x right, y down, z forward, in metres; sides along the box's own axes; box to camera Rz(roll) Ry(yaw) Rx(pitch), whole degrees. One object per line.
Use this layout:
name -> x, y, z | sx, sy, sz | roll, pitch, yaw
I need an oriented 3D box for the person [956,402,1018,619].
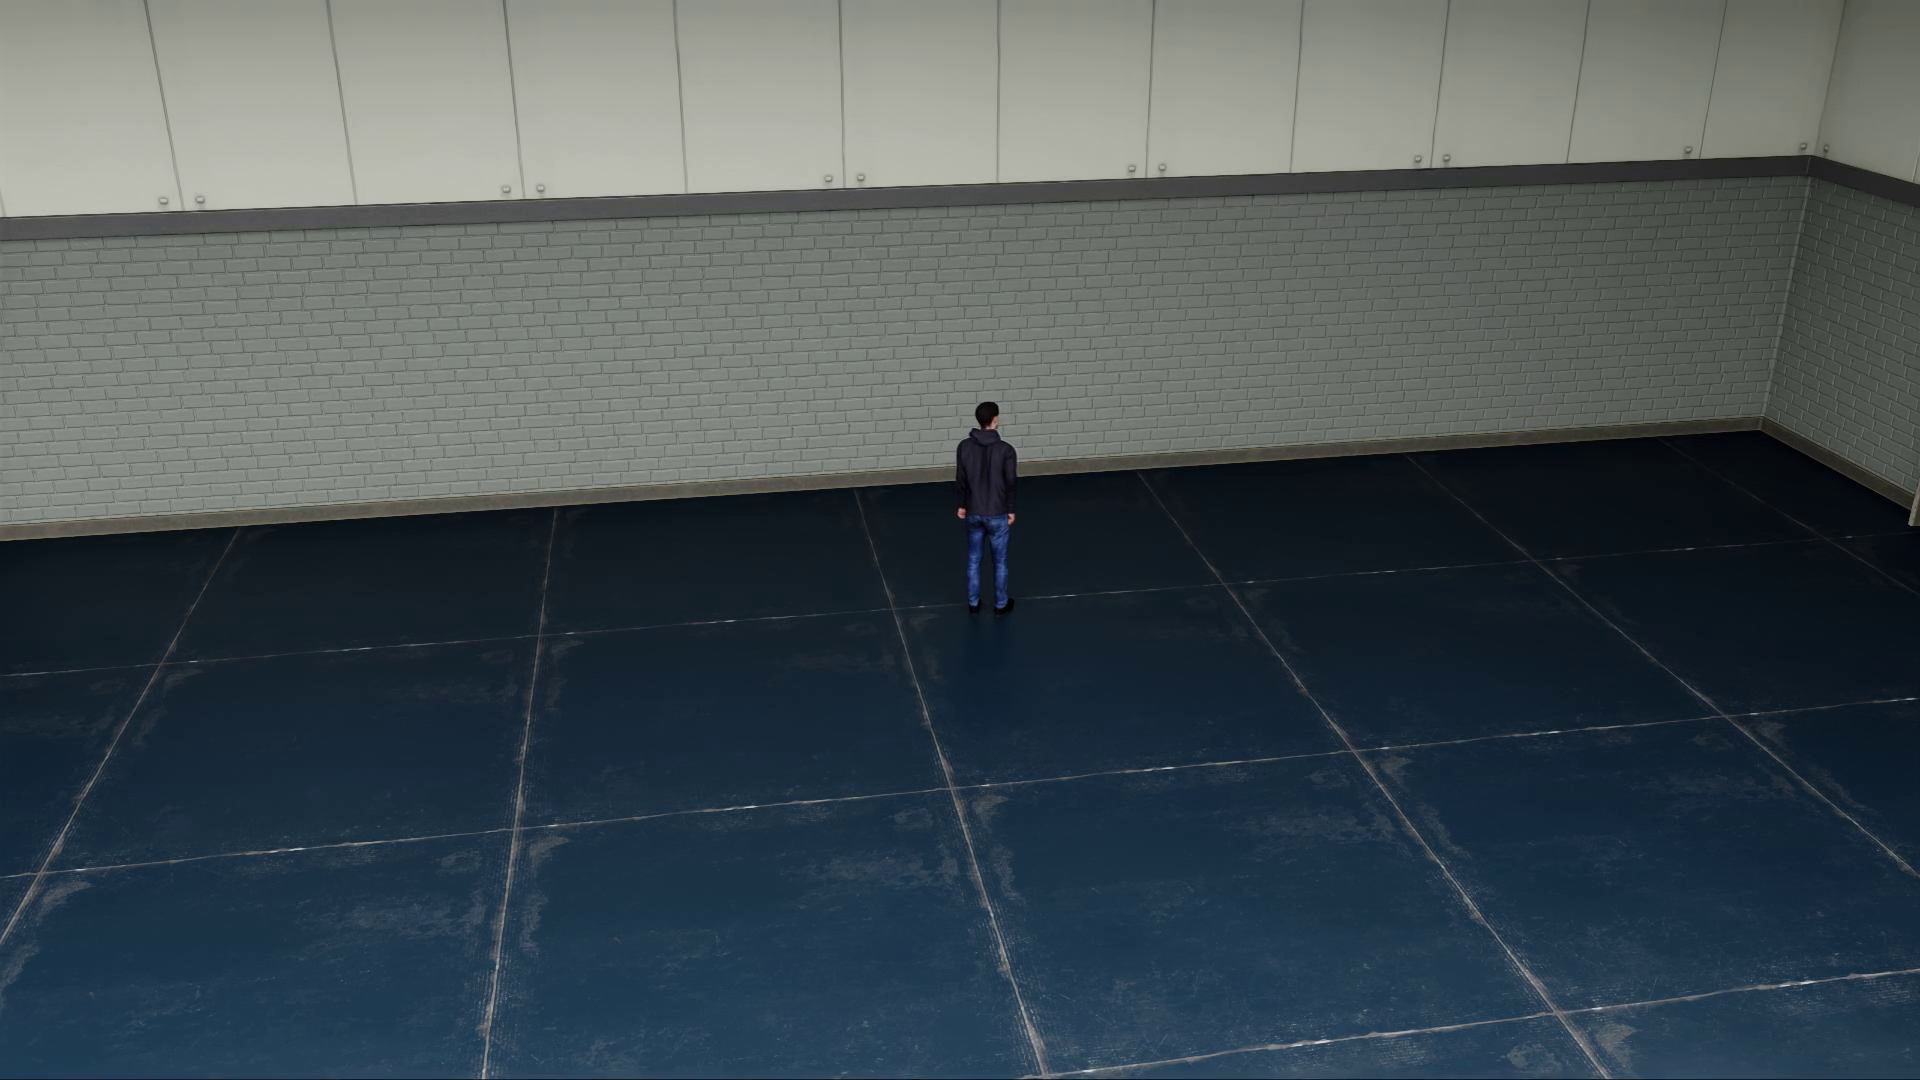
person -> 0.221, -0.248, 14.032 | 0.757, 1.890, 0.740 | 6, 24, 15
